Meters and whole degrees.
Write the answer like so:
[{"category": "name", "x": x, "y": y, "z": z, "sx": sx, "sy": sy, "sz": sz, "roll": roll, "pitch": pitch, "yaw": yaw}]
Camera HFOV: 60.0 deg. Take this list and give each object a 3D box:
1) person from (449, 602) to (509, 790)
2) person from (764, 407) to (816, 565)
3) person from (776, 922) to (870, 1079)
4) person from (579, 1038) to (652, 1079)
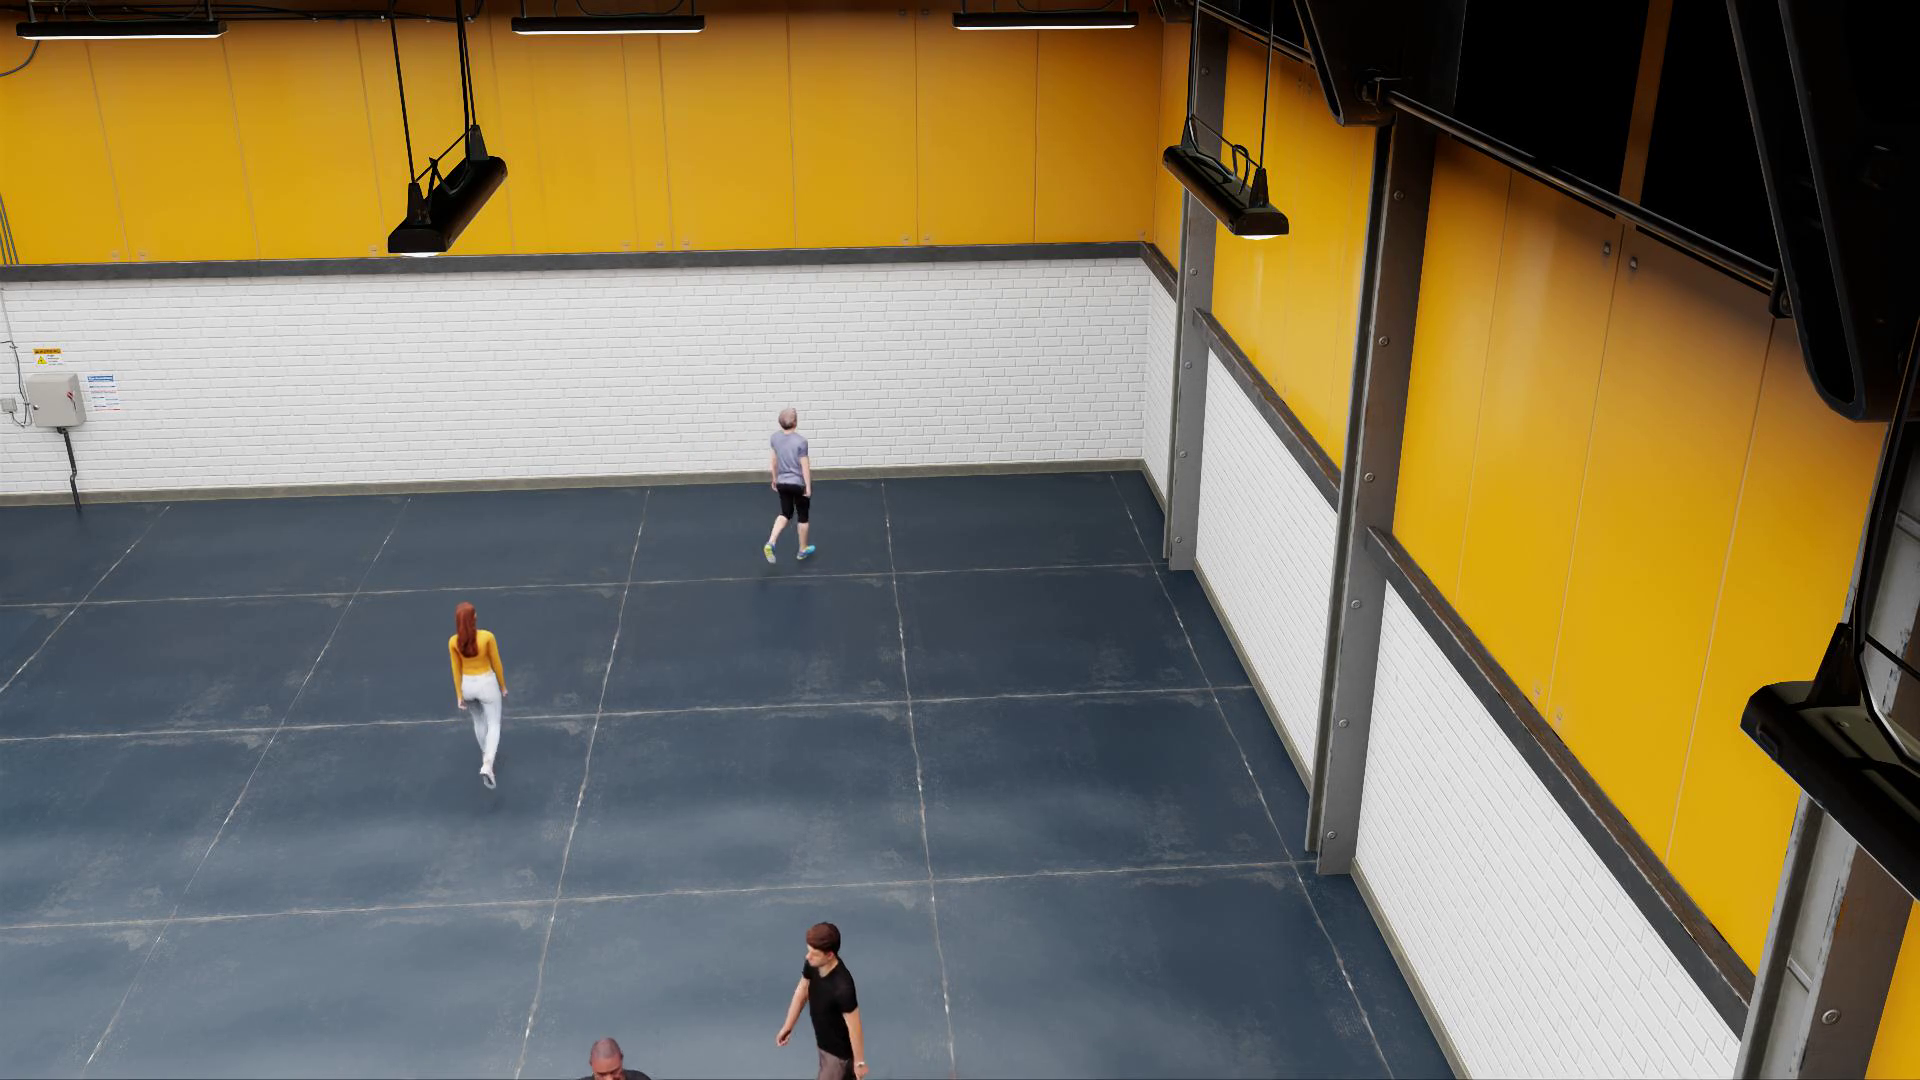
[{"category": "person", "x": -4.208, "y": 1.371, "z": 14.584, "sx": 0.598, "sy": 1.728, "sz": 1.036, "roll": -3, "pitch": 24, "yaw": -8}, {"category": "person", "x": -1.945, "y": -0.582, "z": 18.879, "sx": 0.996, "sy": 1.866, "sz": 1.132, "roll": 13, "pitch": 27, "yaw": 27}, {"category": "person", "x": -0.687, "y": 3.127, "z": 10.437, "sx": 0.984, "sy": 1.832, "sz": 1.041, "roll": -11, "pitch": 26, "yaw": -23}, {"category": "person", "x": -1.982, "y": 3.533, "z": 9.582, "sx": 0.857, "sy": 1.773, "sz": 1.225, "roll": -7, "pitch": 25, "yaw": -16}]
